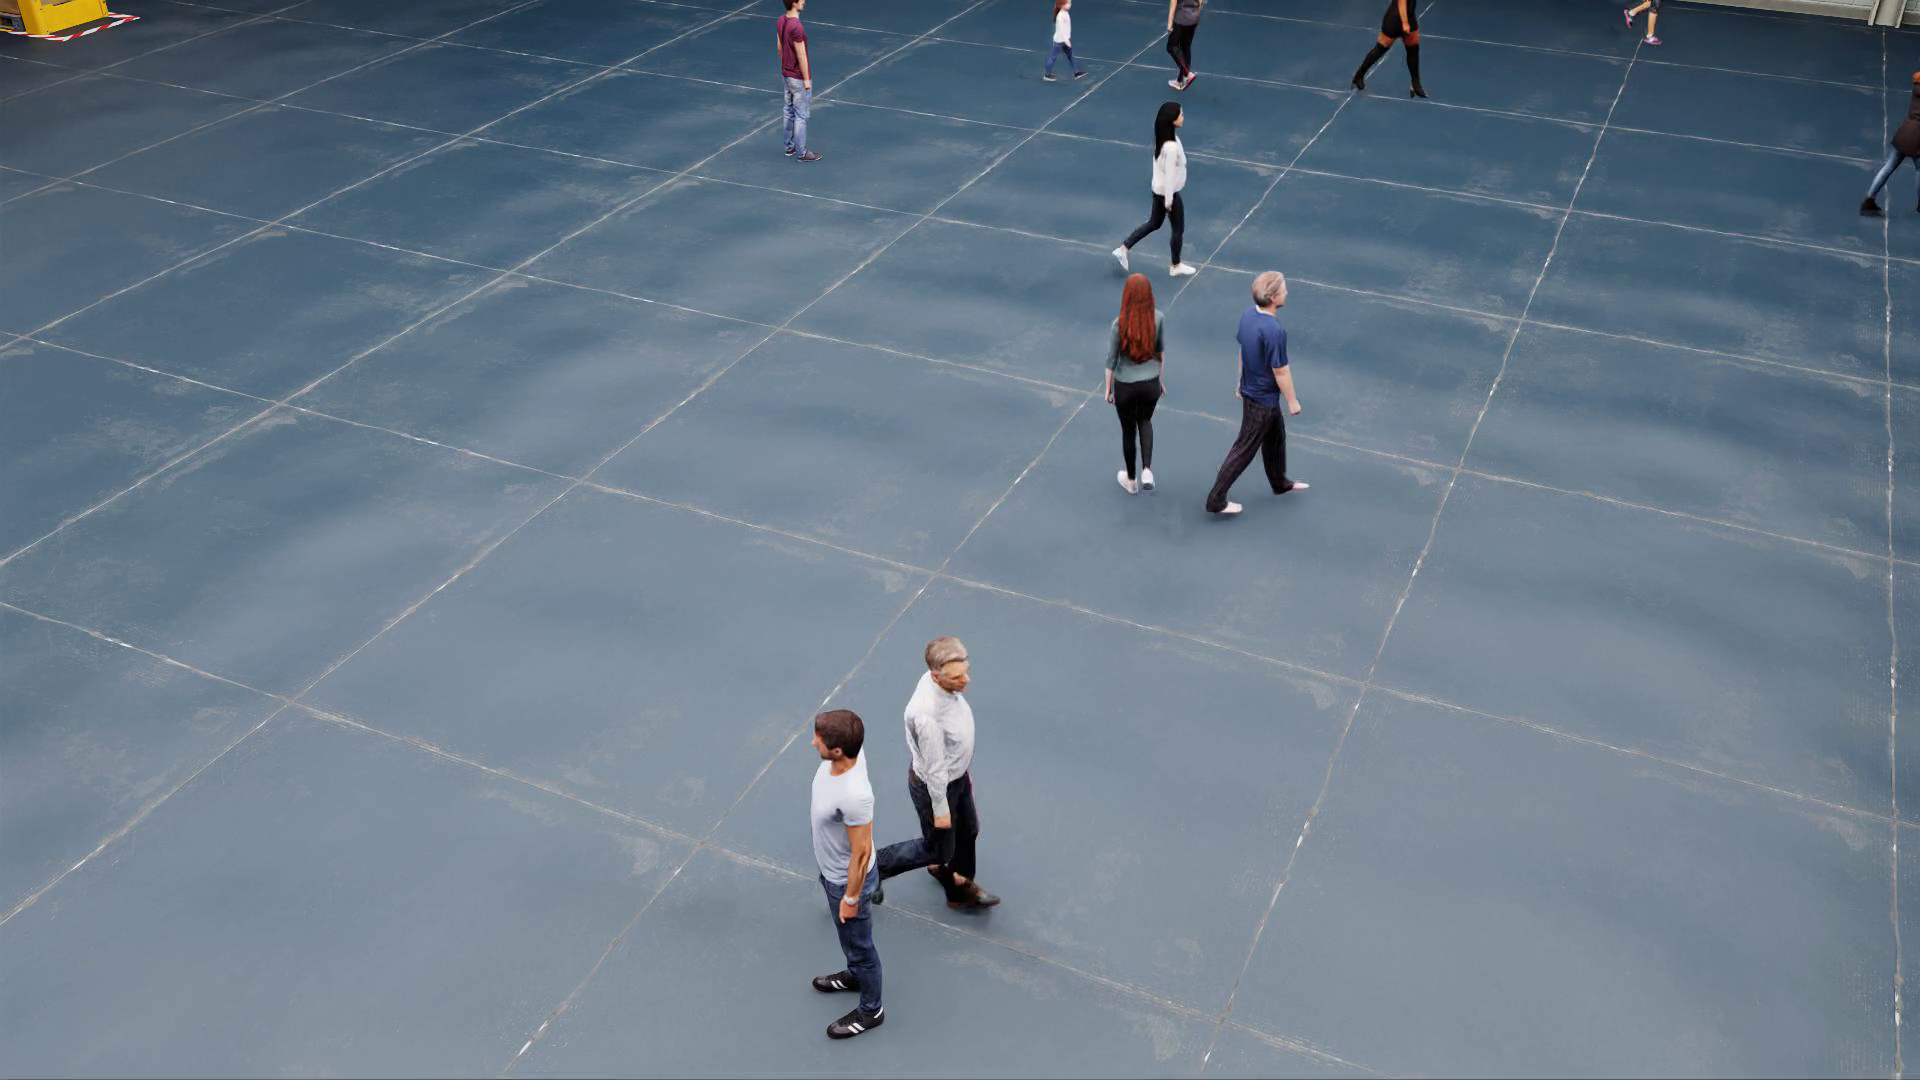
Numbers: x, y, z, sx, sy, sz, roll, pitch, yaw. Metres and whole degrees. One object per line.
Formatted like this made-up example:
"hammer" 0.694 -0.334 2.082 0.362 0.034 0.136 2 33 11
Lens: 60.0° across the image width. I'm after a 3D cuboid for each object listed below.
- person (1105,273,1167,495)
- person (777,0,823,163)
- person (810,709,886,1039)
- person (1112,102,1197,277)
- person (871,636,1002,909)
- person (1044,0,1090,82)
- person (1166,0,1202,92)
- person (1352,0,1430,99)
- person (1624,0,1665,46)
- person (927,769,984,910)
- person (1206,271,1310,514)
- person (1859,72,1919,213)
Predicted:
"person" 1.297 -1.055 11.936 0.839 1.734 0.886 -7 33 -11
"person" -1.805 -5.118 18.266 0.803 1.852 0.671 -20 37 -29
"person" -0.511 1.521 7.728 0.753 1.866 0.718 -7 33 -11
"person" 1.825 -3.233 15.441 1.115 1.678 0.972 -5 33 -8
"person" -0.177 1.203 8.300 1.031 1.794 0.762 5 33 8
"person" 1.218 -6.282 20.835 0.775 1.080 0.444 13 35 20
"person" 2.800 -6.319 20.272 0.888 1.743 0.970 -24 39 -33
"person" 5.211 -6.244 20.093 1.247 1.807 0.812 21 38 30
"person" 9.281 -7.540 22.244 0.842 1.705 0.996 -20 37 -28
"person" -0.029 1.466 8.617 0.611 1.011 0.751 -22 38 -30
"person" 2.055 -0.978 11.723 1.182 1.832 1.033 -6 33 -9
"person" 9.571 -4.048 16.816 1.139 1.589 0.990 -5 33 -9
